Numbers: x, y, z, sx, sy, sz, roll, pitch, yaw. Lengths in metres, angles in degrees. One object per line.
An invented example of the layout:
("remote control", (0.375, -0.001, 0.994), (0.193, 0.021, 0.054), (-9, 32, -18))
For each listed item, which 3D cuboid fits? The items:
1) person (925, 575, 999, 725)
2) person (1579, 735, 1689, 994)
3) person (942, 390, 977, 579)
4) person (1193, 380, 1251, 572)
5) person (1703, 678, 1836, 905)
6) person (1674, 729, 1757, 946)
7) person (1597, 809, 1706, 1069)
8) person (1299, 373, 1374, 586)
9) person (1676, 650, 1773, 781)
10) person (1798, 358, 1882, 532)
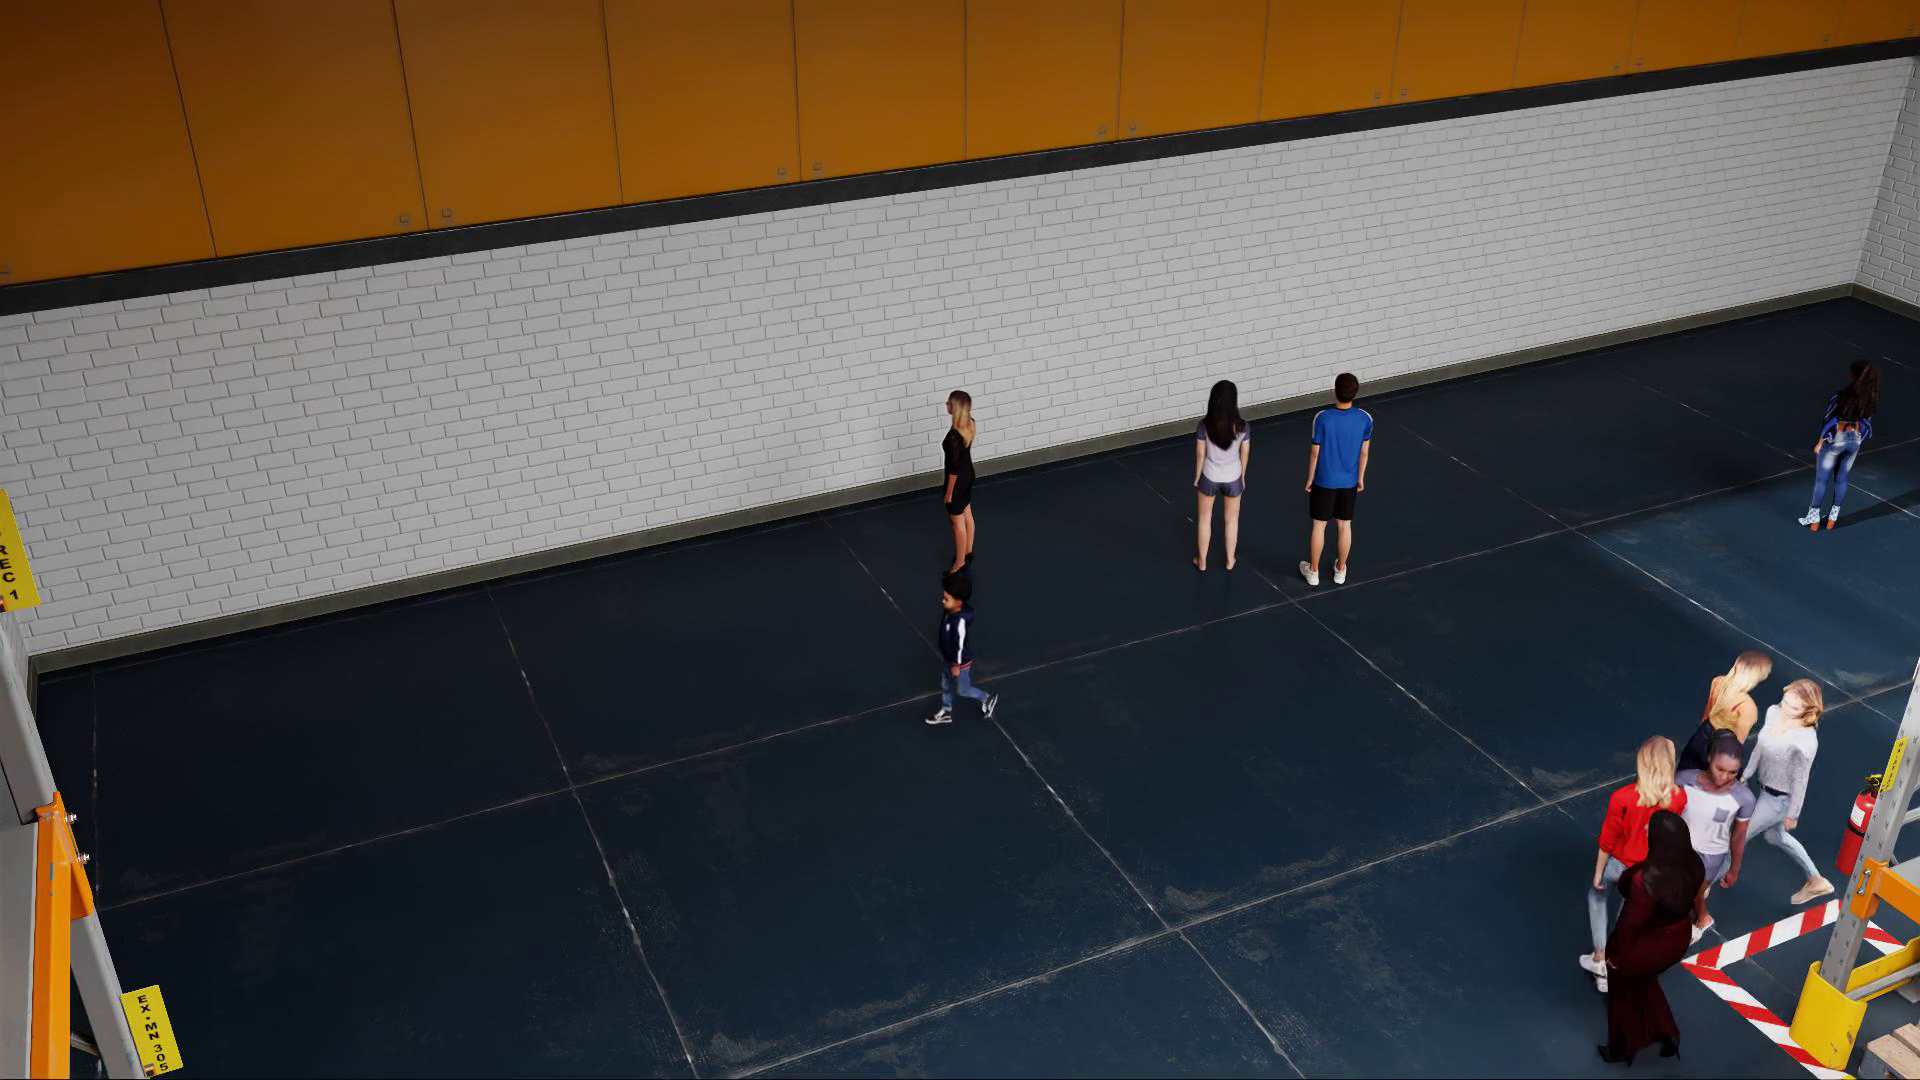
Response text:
("person", (0.024, 0.807, 11.930), (0.617, 1.209, 0.709), (-9, 30, -16))
("person", (3.836, 1.906, 9.416), (0.720, 1.687, 0.733), (1, 29, 3))
("person", (-0.004, -0.470, 13.783), (0.659, 1.677, 0.596), (10, 30, 17))
("person", (2.164, -0.529, 13.859), (0.673, 1.707, 0.677), (1, 29, 2))
("person", (4.967, 1.560, 9.997), (1.073, 1.738, 1.216), (3, 29, 6))
("person", (4.284, 1.800, 9.617), (1.216, 1.680, 1.019), (24, 37, 37))
("person", (3.726, 2.202, 8.820), (0.745, 1.738, 0.790), (-15, 32, -26))
("person", (3.083, -0.506, 13.651), (0.720, 1.866, 0.698), (-2, 29, -4))
("person", (4.664, 1.398, 10.446), (0.842, 1.593, 1.111), (-8, 30, -14))
("person", (7.689, -0.835, 14.525), (0.677, 1.607, 0.661), (-3, 29, -5))
